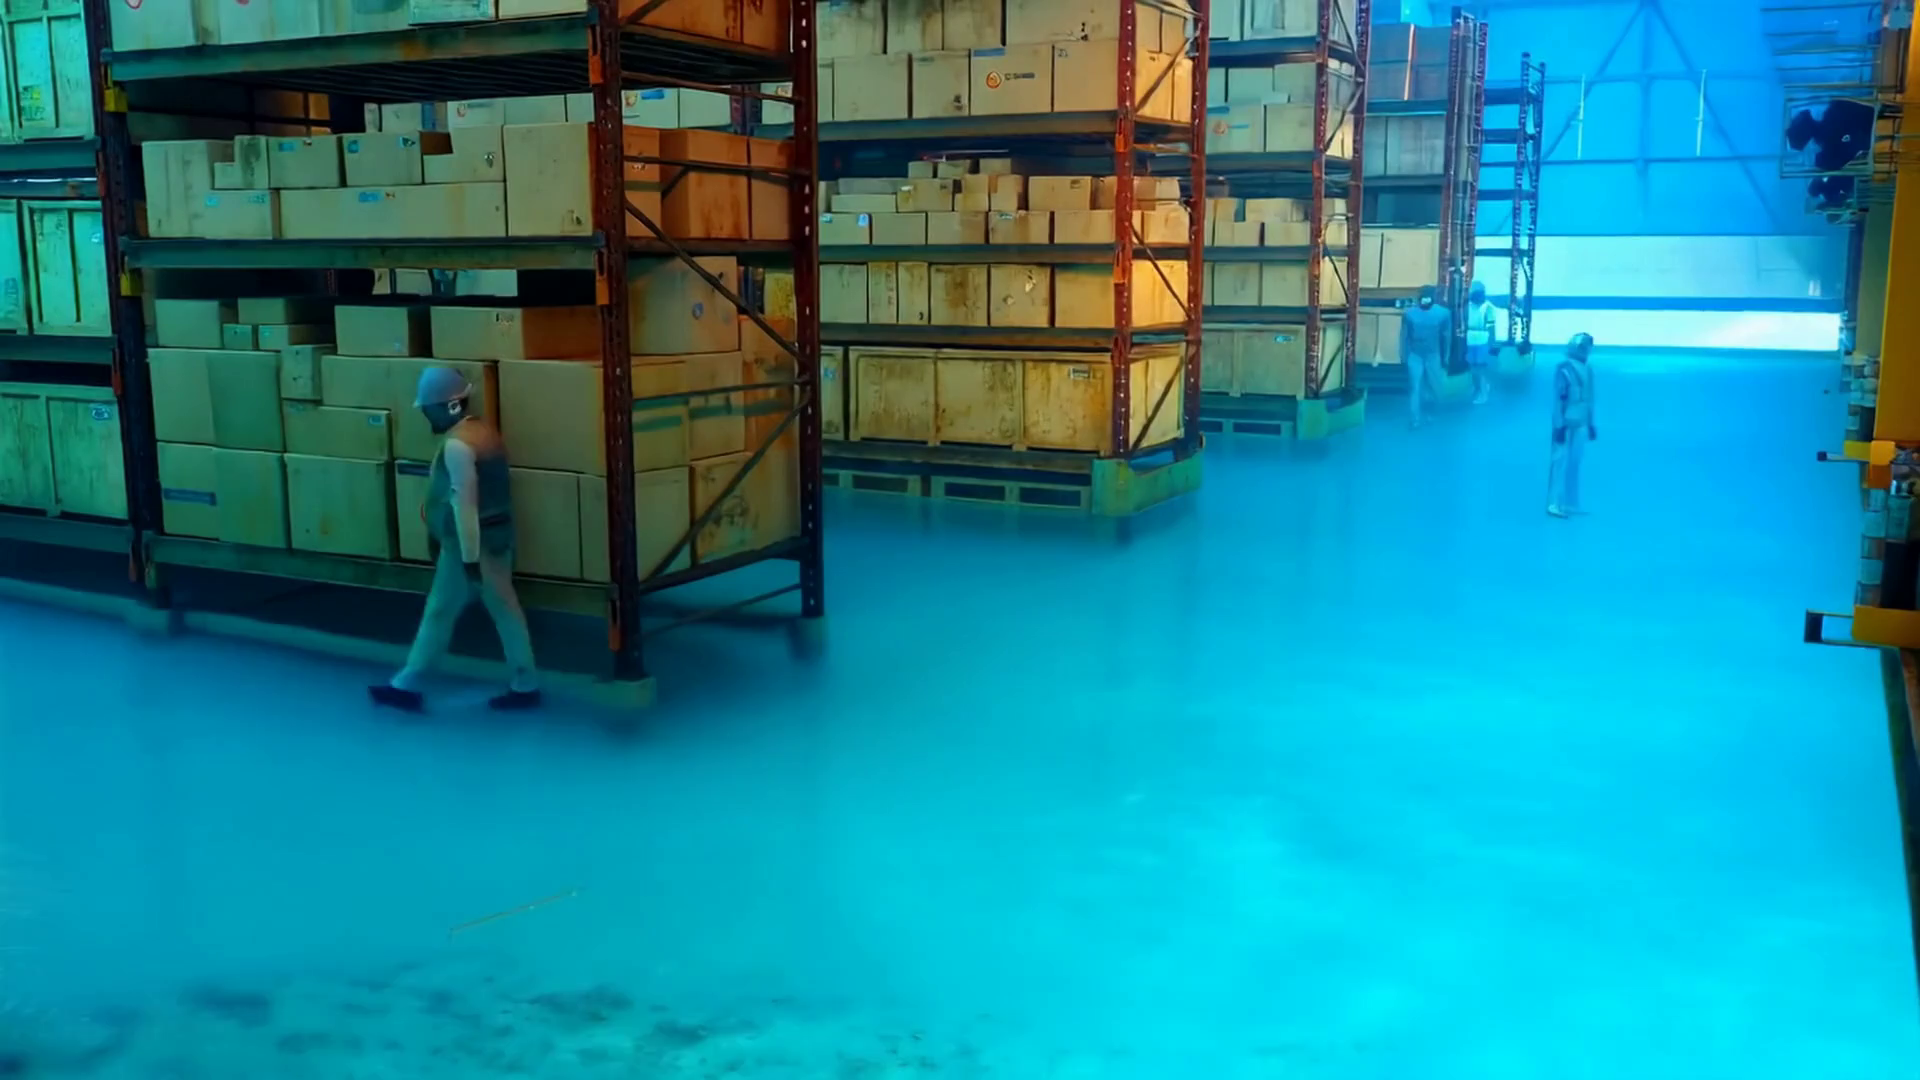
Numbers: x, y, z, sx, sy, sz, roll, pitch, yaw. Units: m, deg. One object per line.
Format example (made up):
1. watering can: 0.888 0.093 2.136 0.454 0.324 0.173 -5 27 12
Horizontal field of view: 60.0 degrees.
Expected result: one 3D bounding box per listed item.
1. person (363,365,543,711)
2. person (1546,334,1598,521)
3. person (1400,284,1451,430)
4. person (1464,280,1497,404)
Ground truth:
1. person: -2.574 0.005 8.417 0.942 1.766 0.589 0 10 2
2. person: 5.384 -0.985 14.593 0.545 1.627 0.337 -6 12 -33
3. person: 6.123 -2.404 21.934 0.649 1.920 0.466 4 11 22
4. person: 8.086 -3.058 25.736 0.560 1.917 0.608 -7 12 -36
